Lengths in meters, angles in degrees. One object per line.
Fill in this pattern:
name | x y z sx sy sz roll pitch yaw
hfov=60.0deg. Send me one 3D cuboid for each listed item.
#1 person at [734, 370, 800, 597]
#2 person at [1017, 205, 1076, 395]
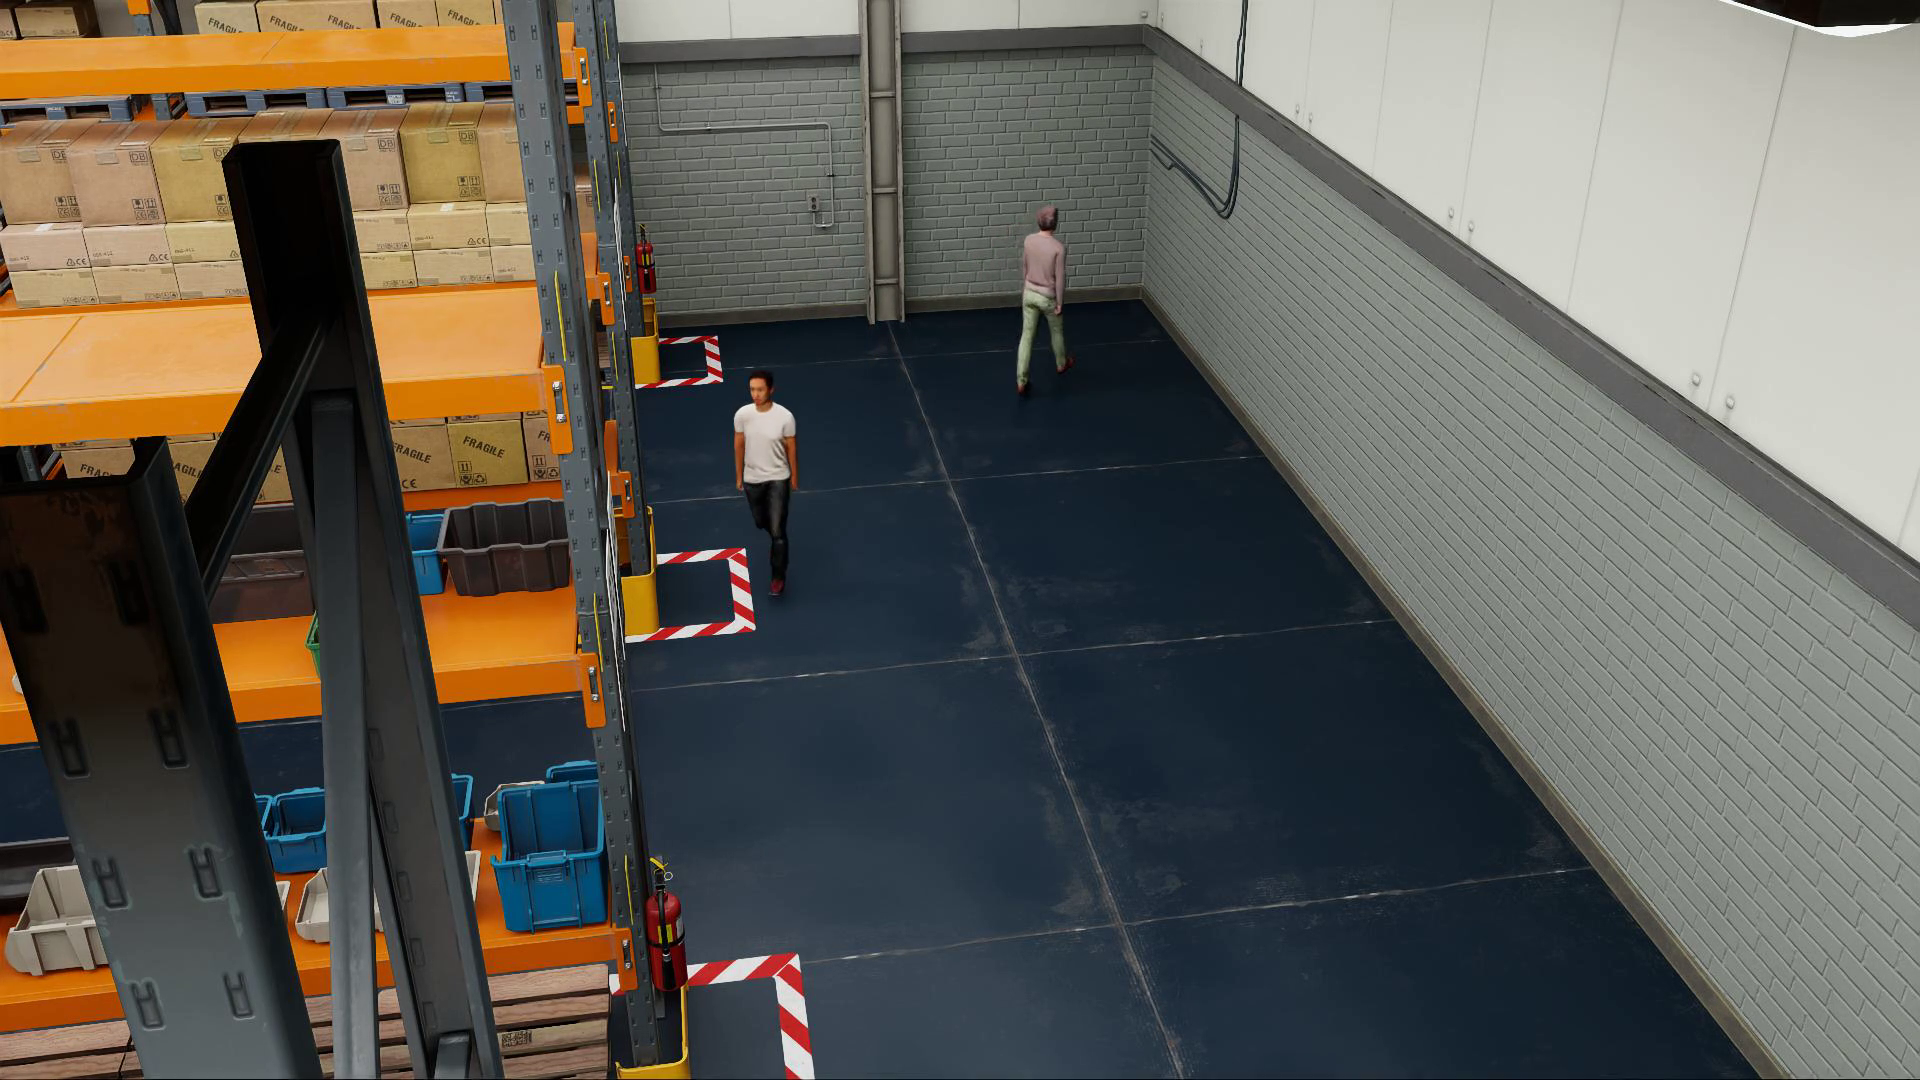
person | -1.479 -0.517 12.976 1.102 1.775 0.932 3 28 6
person | 0.757 -2.305 16.285 1.273 1.822 1.231 14 31 24
